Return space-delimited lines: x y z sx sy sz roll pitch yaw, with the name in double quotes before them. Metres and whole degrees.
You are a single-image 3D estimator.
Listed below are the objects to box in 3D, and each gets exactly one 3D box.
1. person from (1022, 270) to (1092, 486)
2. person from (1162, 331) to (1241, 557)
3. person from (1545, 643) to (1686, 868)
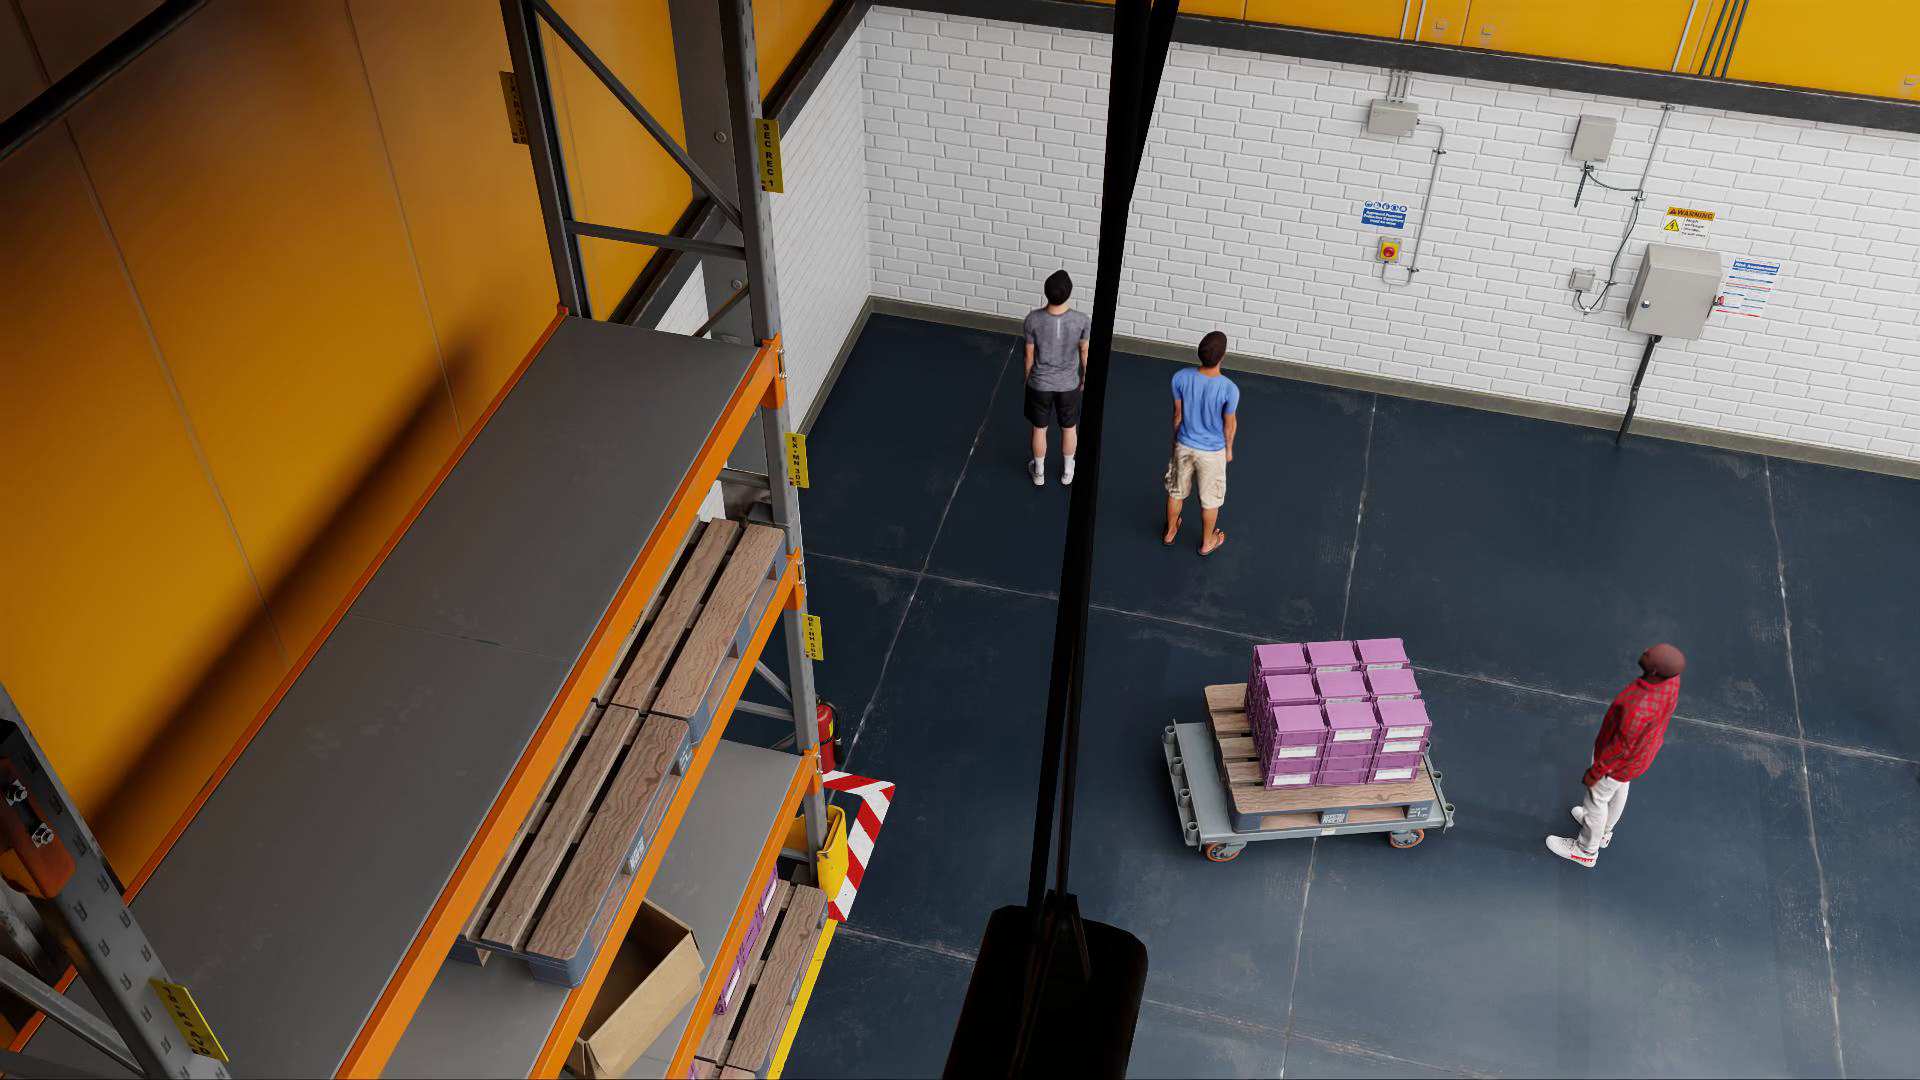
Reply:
"person" 0.690 -1.165 12.145 0.708 1.871 0.639 1 44 1
"person" 1.683 -0.668 11.628 0.687 1.864 0.624 18 47 18
"person" 3.866 1.229 9.669 0.707 1.819 0.815 -32 52 -29
